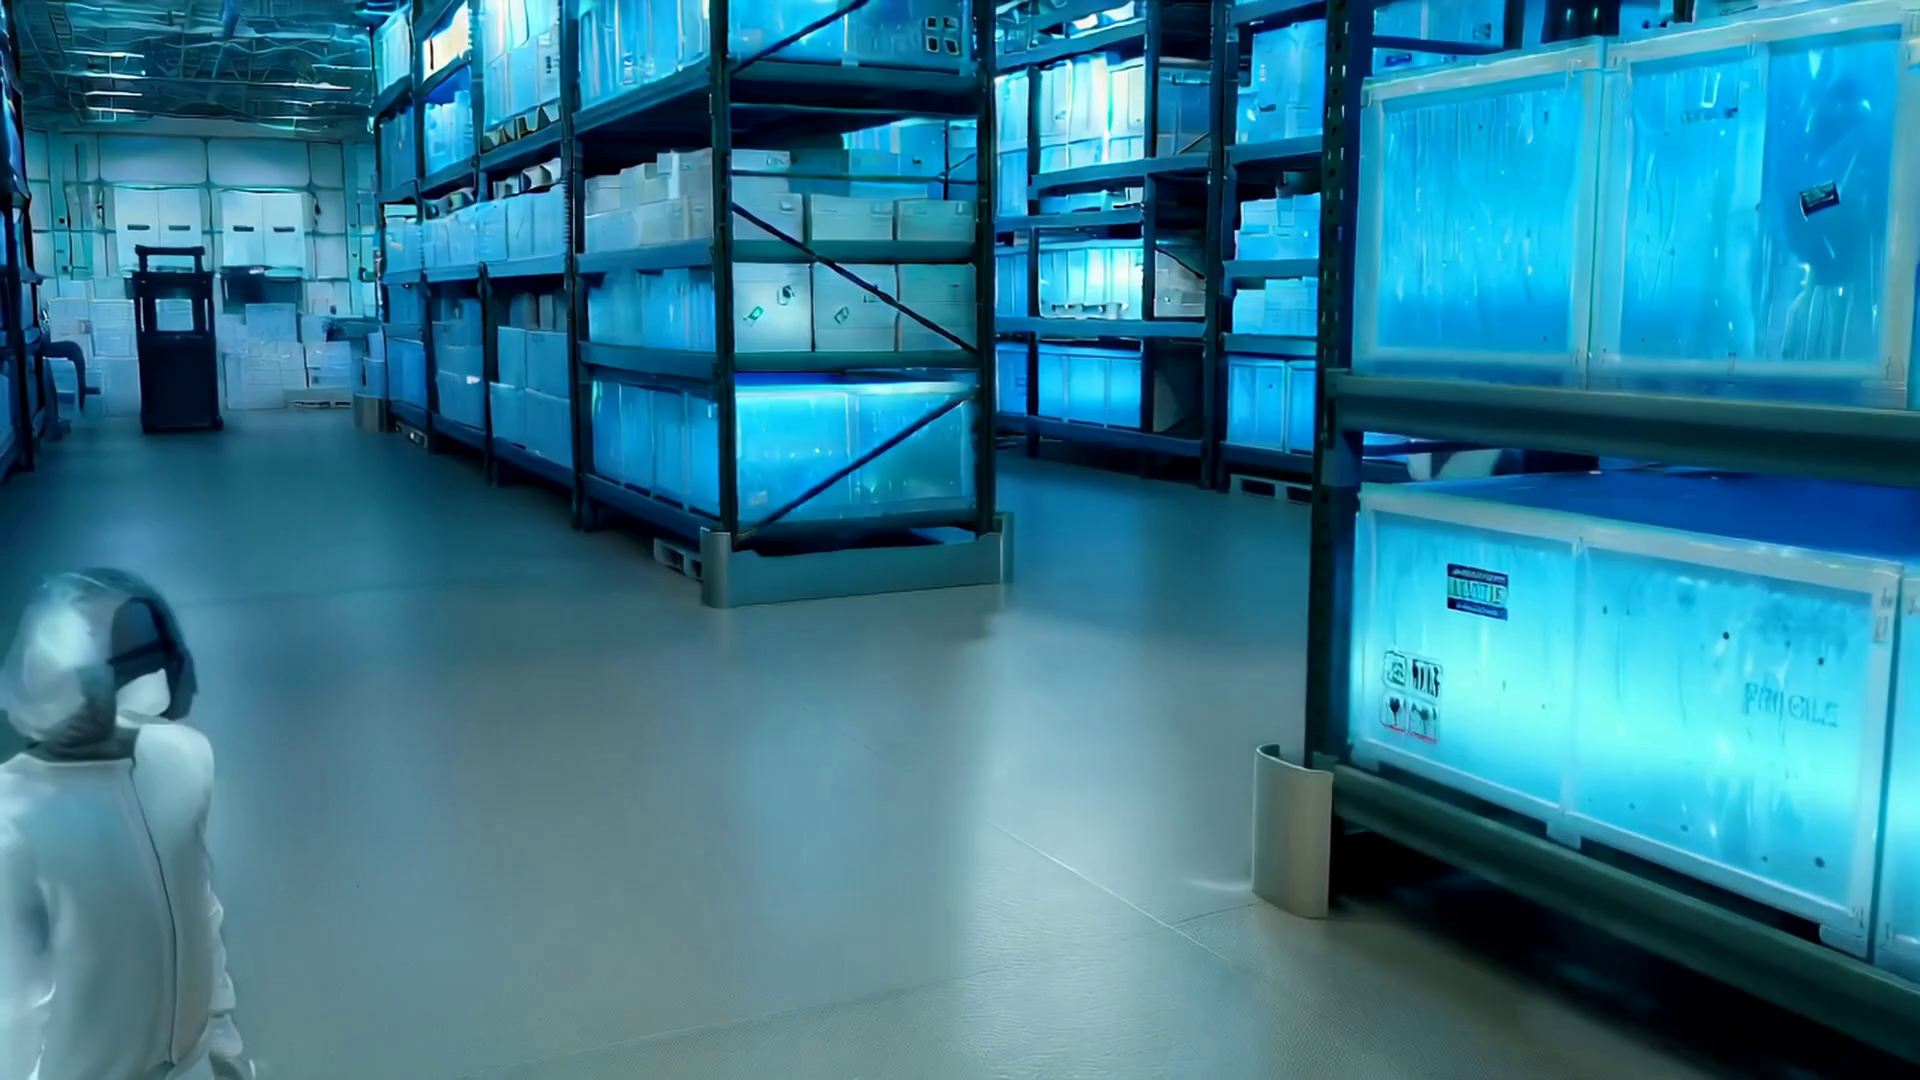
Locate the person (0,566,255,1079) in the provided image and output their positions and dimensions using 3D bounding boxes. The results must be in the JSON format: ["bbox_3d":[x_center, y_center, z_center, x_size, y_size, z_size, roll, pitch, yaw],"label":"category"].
[{"bbox_3d":[-1.272,0.845,2.536,0.280,1.633,0.503,2,8,11],"label":"person"}]

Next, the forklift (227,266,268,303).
[{"bbox_3d":[-17.707,-5.424,41.488,1.129,2.768,1.873,-1,8,-6],"label":"forklift"}]

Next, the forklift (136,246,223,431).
[{"bbox_3d":[-12.218,-3.164,25.904,1.129,2.768,1.873,-4,9,-26],"label":"forklift"}]

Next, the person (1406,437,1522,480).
[{"bbox_3d":[1.918,0.177,6.616,1.002,1.787,0.588,-3,9,-20],"label":"person"}]

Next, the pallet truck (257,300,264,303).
[{"bbox_3d":[-23.913,-7.404,58.171,1.885,1.965,0.823,-1,8,-9],"label":"pallet truck"}]
